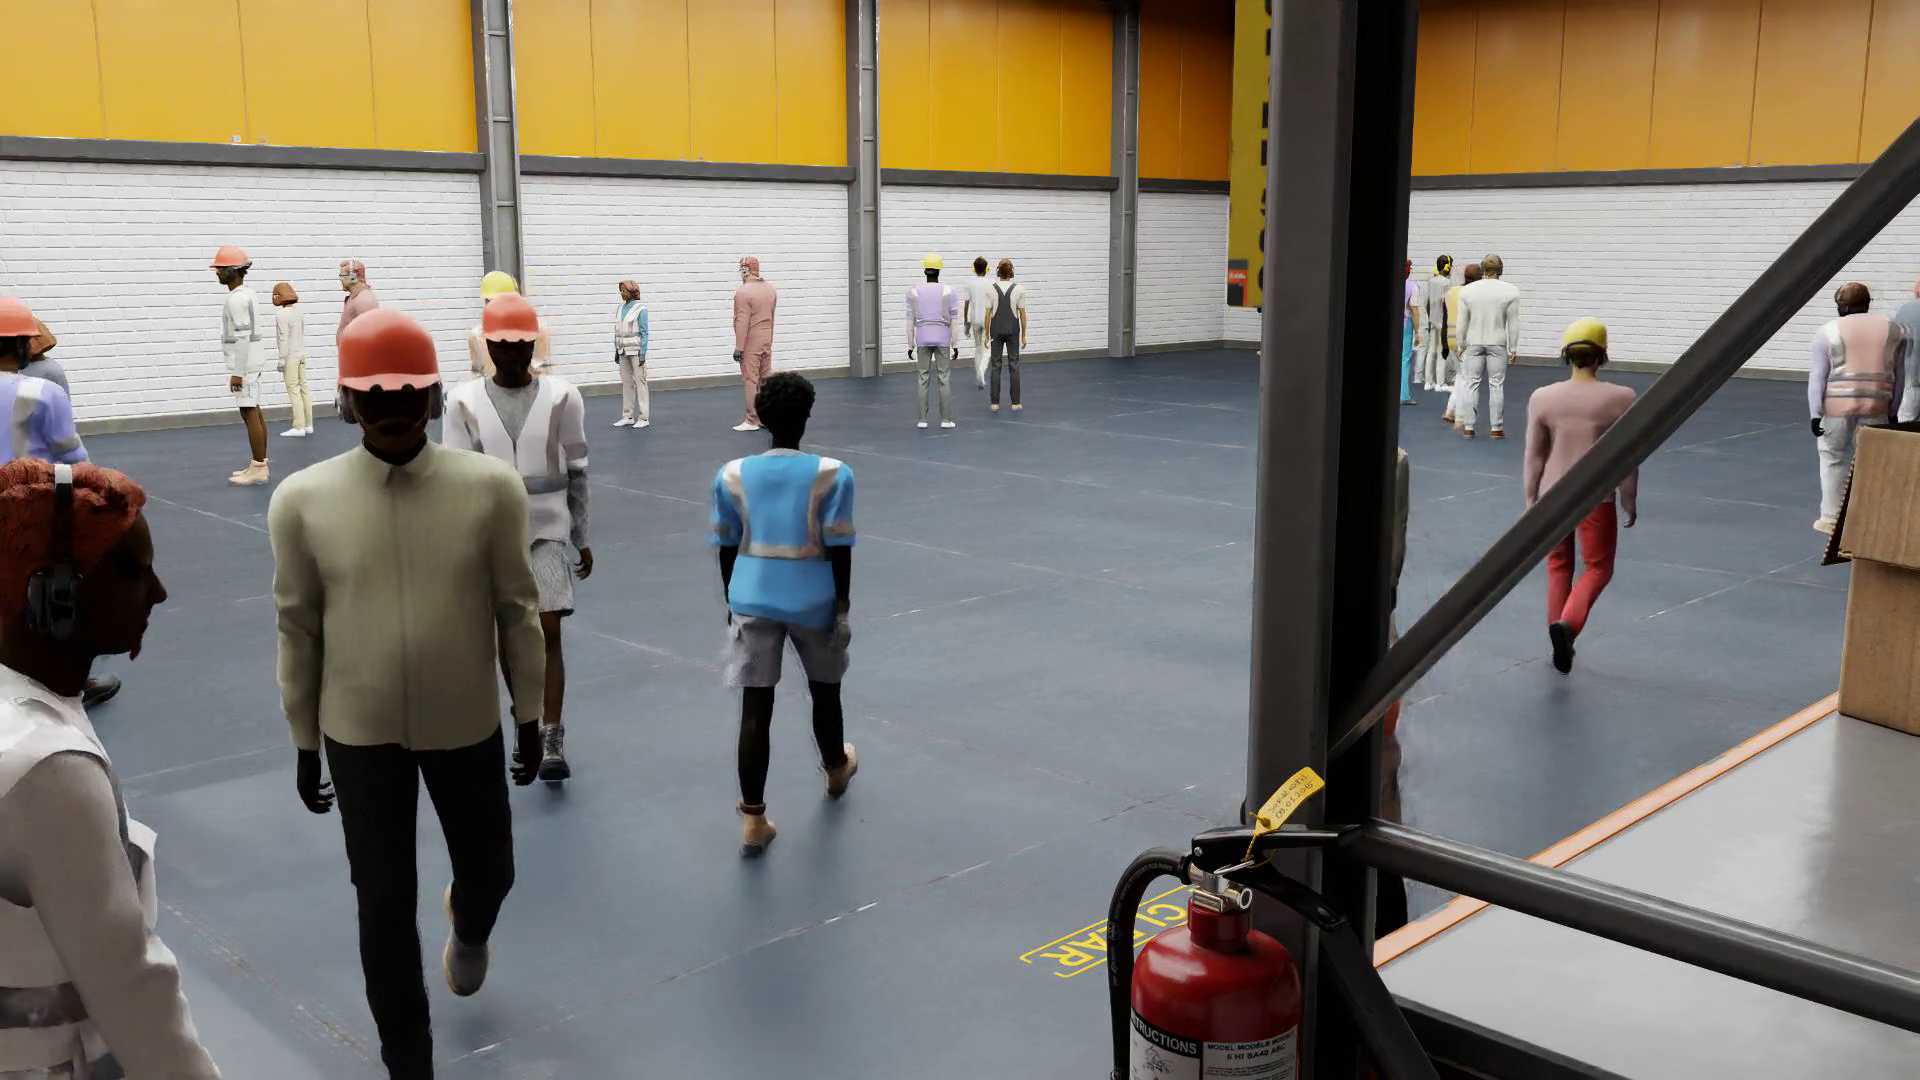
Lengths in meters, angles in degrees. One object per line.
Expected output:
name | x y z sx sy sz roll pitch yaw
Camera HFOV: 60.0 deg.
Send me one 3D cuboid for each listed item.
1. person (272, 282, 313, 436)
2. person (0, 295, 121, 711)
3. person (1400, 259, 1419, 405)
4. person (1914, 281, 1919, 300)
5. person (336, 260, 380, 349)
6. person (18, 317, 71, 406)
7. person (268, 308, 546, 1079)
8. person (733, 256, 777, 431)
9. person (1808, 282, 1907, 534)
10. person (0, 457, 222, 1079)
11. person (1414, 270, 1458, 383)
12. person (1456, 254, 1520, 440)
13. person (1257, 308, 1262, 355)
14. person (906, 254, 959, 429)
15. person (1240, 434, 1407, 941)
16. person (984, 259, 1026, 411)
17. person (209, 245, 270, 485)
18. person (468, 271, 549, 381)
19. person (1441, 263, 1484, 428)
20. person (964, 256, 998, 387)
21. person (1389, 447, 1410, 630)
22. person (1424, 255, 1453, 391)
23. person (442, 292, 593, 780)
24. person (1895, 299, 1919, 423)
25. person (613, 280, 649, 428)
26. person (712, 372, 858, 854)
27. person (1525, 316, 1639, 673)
person | -7.139 -1.923 17.744 0.282 1.631 0.503 1 10 4
person | -3.981 -0.080 7.035 0.563 1.891 1.018 2 11 11
person | 5.521 -2.616 20.938 0.389 1.846 0.566 -9 14 -40
person | 11.868 -2.524 20.138 0.947 1.954 0.619 -8 13 -36
person | -5.607 -1.656 15.548 0.402 1.904 0.651 -4 11 -22
person | -5.773 -0.588 10.462 0.498 1.633 0.282 6 12 30
person | -1.337 0.412 4.087 0.621 1.971 0.780 -4 11 -21
person | -2.276 -2.143 18.210 0.409 1.904 0.639 5 12 27
person | 6.314 -0.898 11.697 0.646 1.812 0.654 2 11 10
person | -1.244 0.792 2.400 1.019 1.821 0.573 -6 12 -31
person | 6.963 -3.123 24.107 0.894 1.688 0.522 -6 12 -28
person | 5.521 -2.017 17.422 0.637 1.936 0.355 5 11 24
person | 5.559 -4.220 29.699 0.633 1.843 0.429 -6 12 -31
person | -0.300 -2.183 18.352 0.584 1.928 0.373 1 10 6
person | 0.912 0.492 4.445 0.698 1.656 0.560 -1 10 -7
person | 0.548 -2.482 20.210 0.515 1.844 0.333 1 10 3
person | -6.167 -1.491 14.263 0.382 2.045 0.605 -3 11 -14
person | -3.084 -0.910 11.509 0.588 1.896 0.865 1 10 7
person | 5.631 -2.135 18.391 0.468 1.825 0.634 -5 12 -26
person | 0.305 -3.049 23.305 0.524 1.848 0.778 3 11 15
person | 1.528 0.132 6.607 0.527 1.598 0.826 5 12 25
person | 6.607 -2.968 22.829 0.329 1.861 0.507 -4 11 -22
person | -1.728 0.004 6.489 0.570 1.900 0.909 -2 11 -12
person | 8.063 -1.334 13.862 1.034 1.894 0.635 -9 14 -40
person | -3.652 -2.065 18.499 0.514 1.641 0.307 8 13 38
person | -0.615 0.224 5.981 0.540 1.643 0.879 1 10 7
person | 2.983 -0.209 8.073 0.535 1.746 0.643 8 13 38
